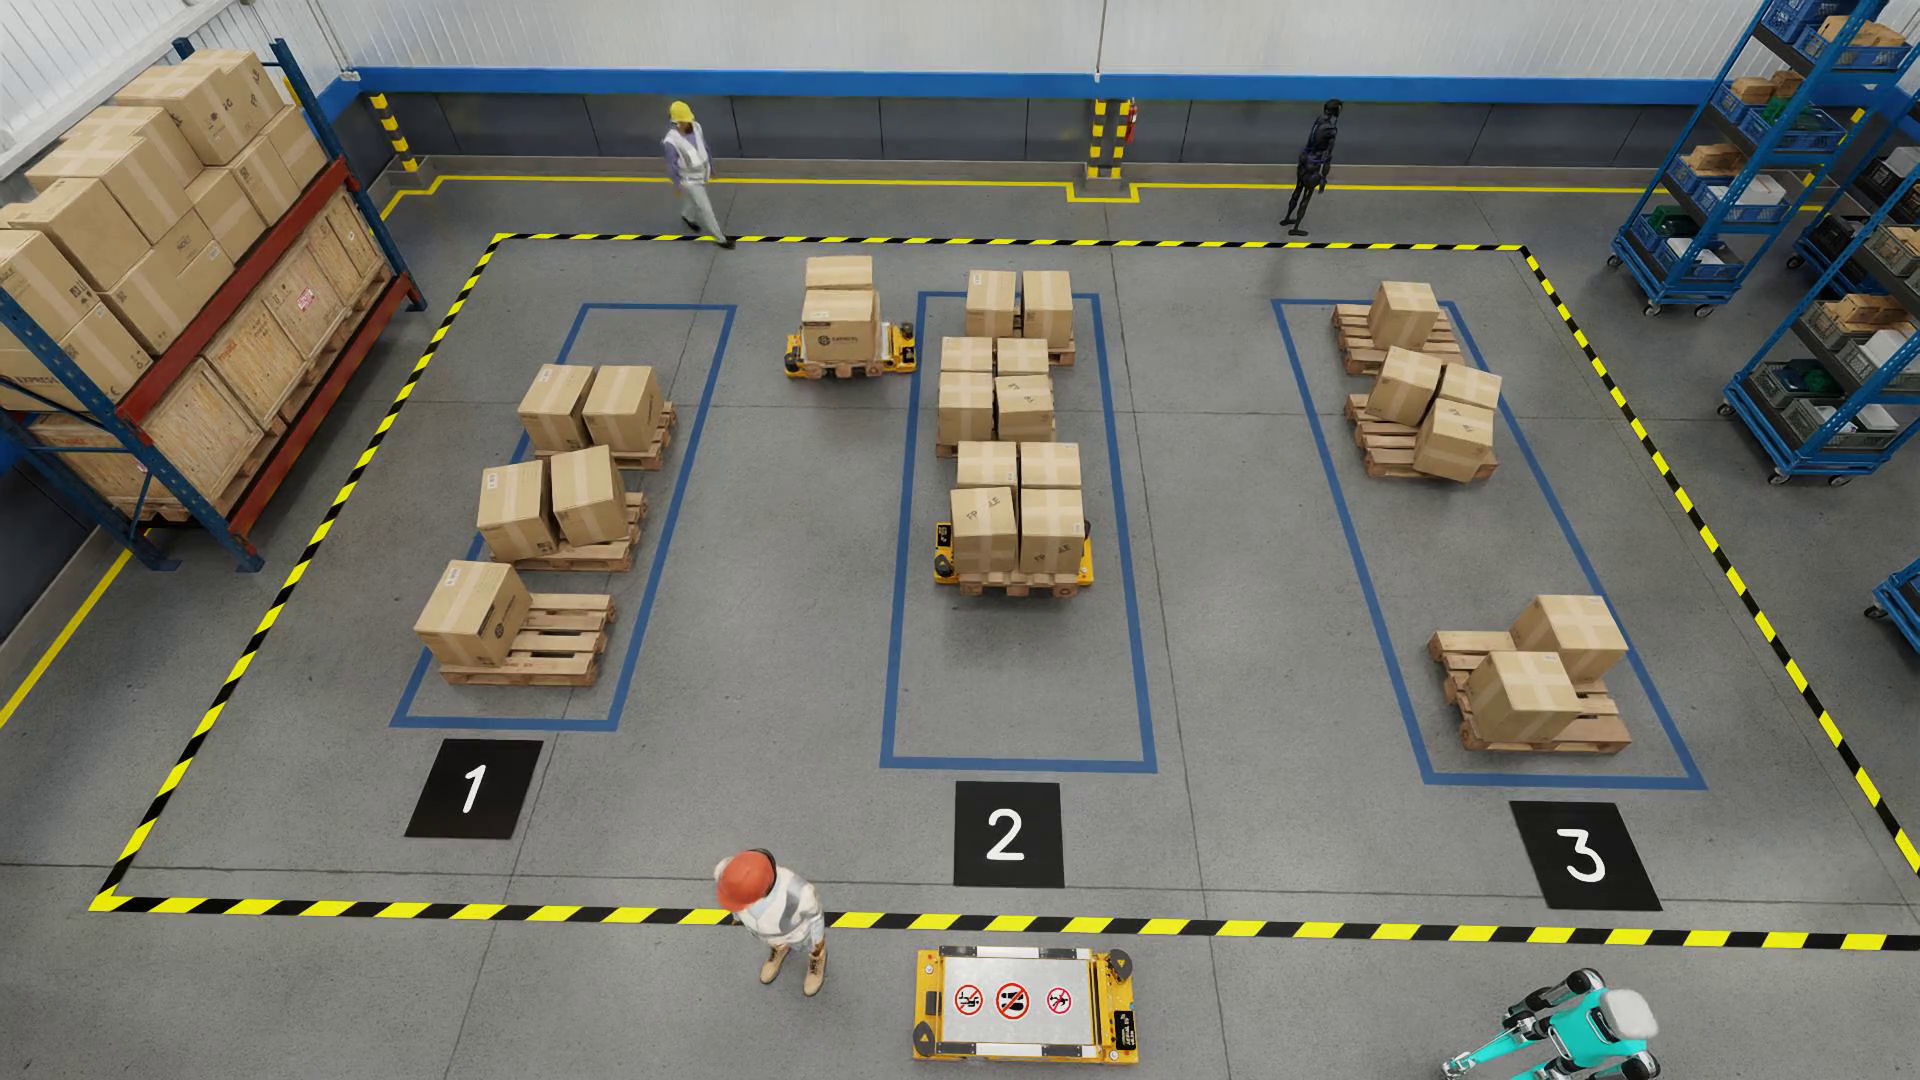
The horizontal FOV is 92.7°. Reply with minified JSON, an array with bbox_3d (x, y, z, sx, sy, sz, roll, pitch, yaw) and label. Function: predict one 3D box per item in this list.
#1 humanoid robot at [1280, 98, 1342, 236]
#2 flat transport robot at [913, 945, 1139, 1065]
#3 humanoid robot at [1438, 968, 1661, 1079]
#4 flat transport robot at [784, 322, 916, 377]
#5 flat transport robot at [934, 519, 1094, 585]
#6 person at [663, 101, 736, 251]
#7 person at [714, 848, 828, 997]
[{"bbox_3d":[4.359,-4.611,11.325,0.315,1.659,0.599,-7,51,-6],"label":"humanoid robot"},{"bbox_3d":[0.422,3.041,6.007,1.431,0.231,0.659,1,51,1],"label":"flat transport robot"},{"bbox_3d":[3.101,2.890,5.096,0.735,1.677,0.533,-11,52,-9],"label":"humanoid robot"},{"bbox_3d":[-1.216,-2.130,10.204,1.431,0.197,0.652,-2,51,-2],"label":"flat transport robot"},{"bbox_3d":[0.490,0.087,8.397,1.431,0.197,0.652,1,51,1],"label":"flat transport robot"},{"bbox_3d":[-3.258,-4.458,11.134,0.895,1.797,0.600,22,54,17],"label":"person"},{"bbox_3d":[-1.102,2.297,5.471,0.613,2.039,0.383,13,52,10],"label":"person"}]
